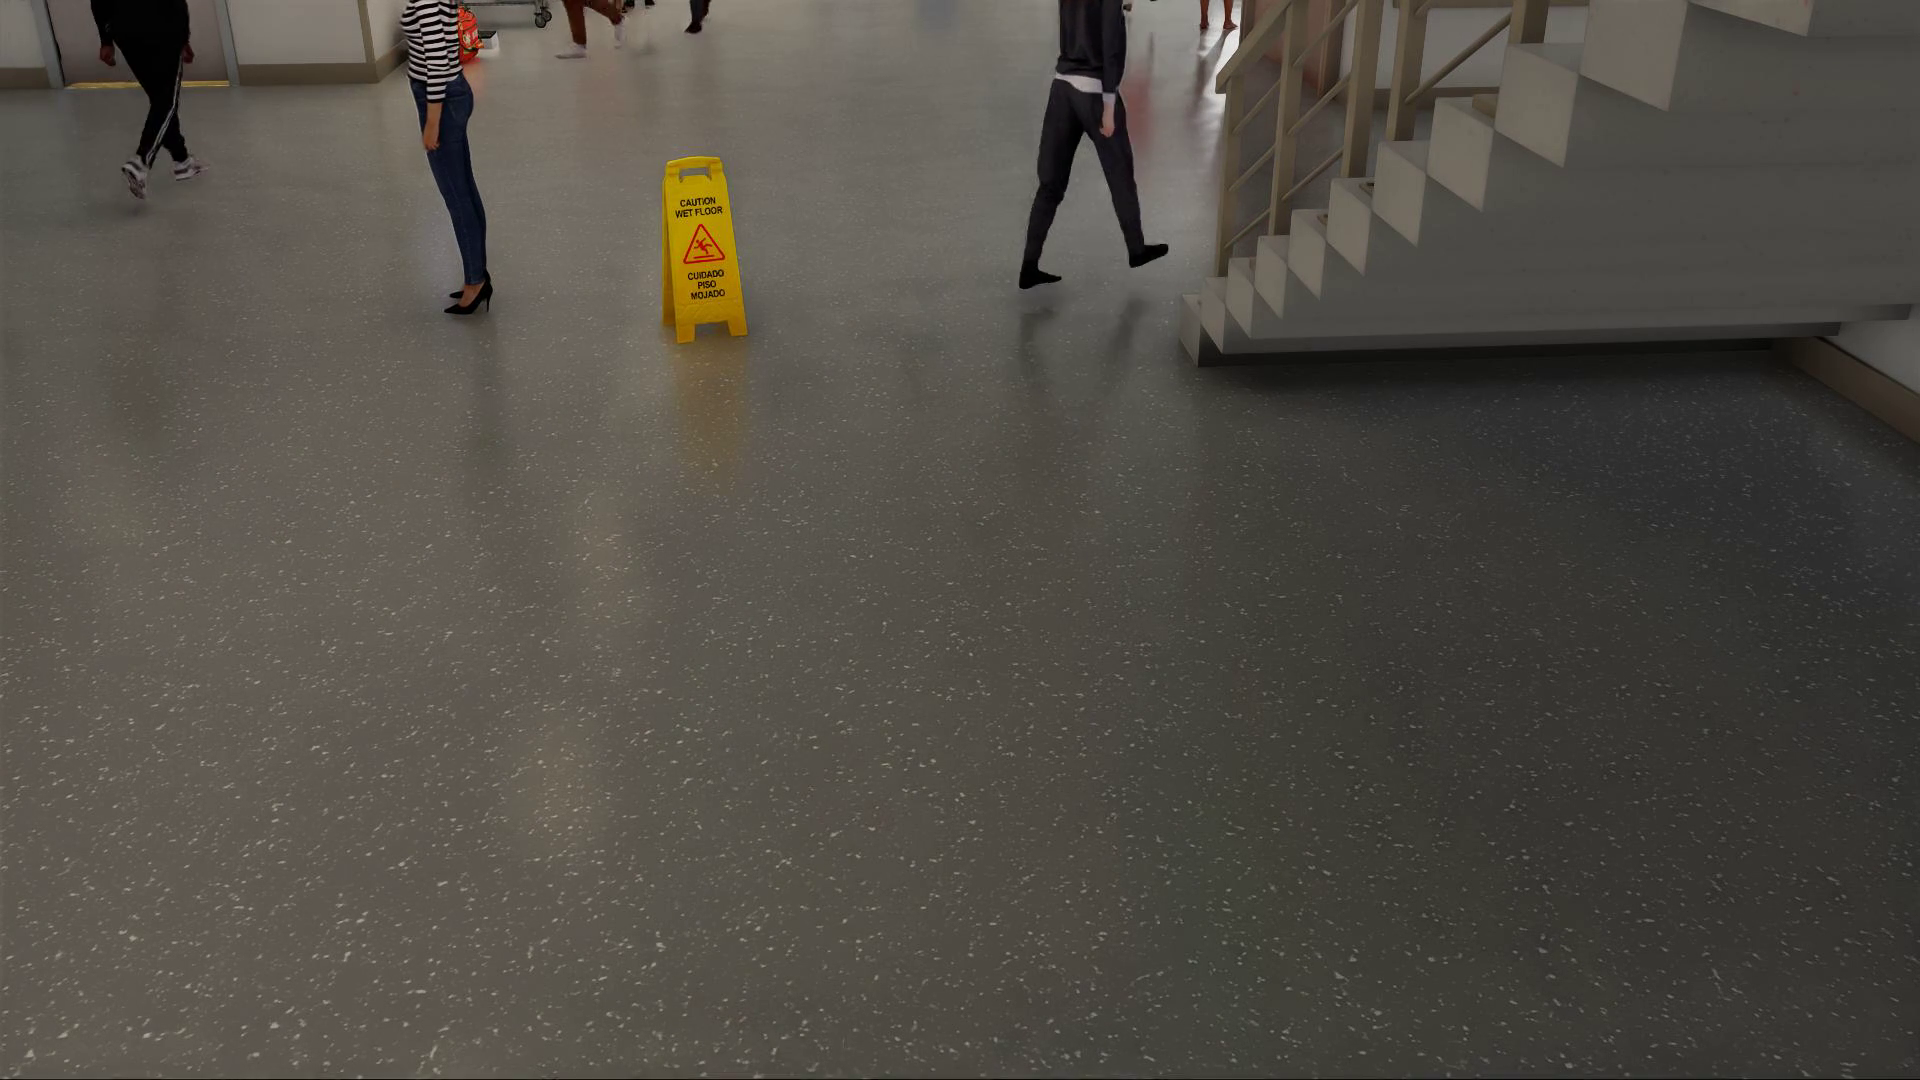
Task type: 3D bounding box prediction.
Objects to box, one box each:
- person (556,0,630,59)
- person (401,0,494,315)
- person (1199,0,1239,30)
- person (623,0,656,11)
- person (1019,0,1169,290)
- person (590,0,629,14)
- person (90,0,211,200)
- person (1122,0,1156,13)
[{"bbox_3d":[-3.073,-4.889,13.654,0.986,1.810,1.035,23,34,38],"label":"person"},{"bbox_3d":[-2.322,-1.917,7.508,0.641,1.797,0.415,-3,26,-6],"label":"person"},{"bbox_3d":[2.368,-5.568,15.114,0.650,1.766,0.650,8,27,17],"label":"person"},{"bbox_3d":[-3.212,-5.978,16.330,0.579,1.448,0.582,-8,27,-16],"label":"person"},{"bbox_3d":[0.518,-1.979,7.730,1.088,1.715,1.156,-19,32,-34],"label":"person"},{"bbox_3d":[-3.521,-5.954,15.986,0.947,1.704,0.901,18,31,32],"label":"person"},{"bbox_3d":[-4.670,-2.842,9.451,0.815,1.775,1.203,2,26,4],"label":"person"},{"bbox_3d":[1.725,-5.924,15.804,0.705,1.808,1.040,-6,26,-13],"label":"person"}]
